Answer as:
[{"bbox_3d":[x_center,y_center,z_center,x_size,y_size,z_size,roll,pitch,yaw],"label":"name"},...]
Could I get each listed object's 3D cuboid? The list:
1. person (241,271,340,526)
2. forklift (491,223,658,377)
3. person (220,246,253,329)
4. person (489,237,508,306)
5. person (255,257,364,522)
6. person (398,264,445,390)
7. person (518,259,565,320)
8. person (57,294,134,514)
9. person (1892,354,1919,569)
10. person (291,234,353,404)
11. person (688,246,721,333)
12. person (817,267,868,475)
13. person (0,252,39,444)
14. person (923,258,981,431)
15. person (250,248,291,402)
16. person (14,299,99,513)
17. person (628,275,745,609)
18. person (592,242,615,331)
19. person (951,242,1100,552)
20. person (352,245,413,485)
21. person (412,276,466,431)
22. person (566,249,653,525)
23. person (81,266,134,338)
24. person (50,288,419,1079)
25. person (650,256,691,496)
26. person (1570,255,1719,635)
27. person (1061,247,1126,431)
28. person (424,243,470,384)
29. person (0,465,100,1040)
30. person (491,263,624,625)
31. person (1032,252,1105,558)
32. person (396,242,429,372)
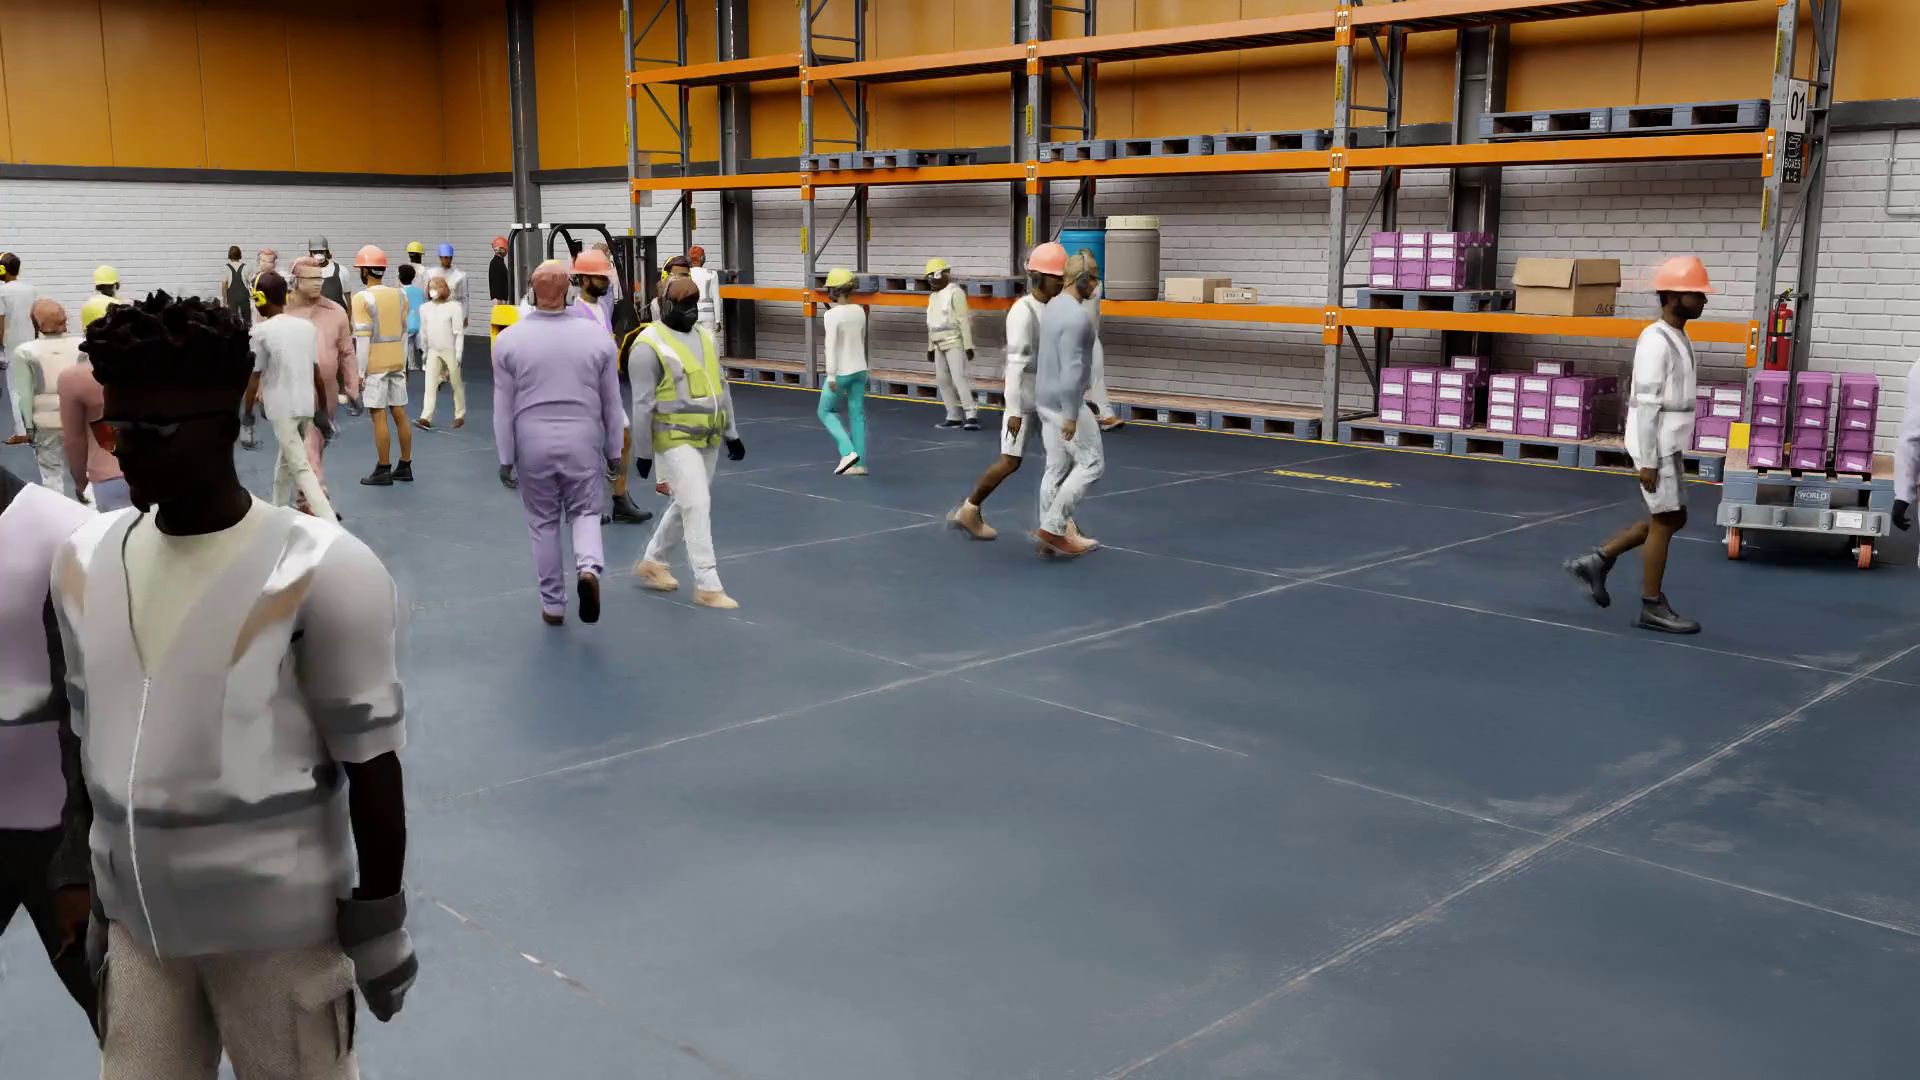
[{"bbox_3d":[-4.183,-0.759,10.339,1.021,1.808,0.530,5,11,24],"label":"person"},{"bbox_3d":[-5.316,-3.263,22.920,2.313,2.155,1.214,-10,14,-44],"label":"forklift"},{"bbox_3d":[-12.072,-3.991,27.837,0.515,1.845,0.333,-5,12,-26],"label":"person"},{"bbox_3d":[-7.577,-4.001,27.492,0.388,1.990,0.624,-2,11,-9],"label":"person"},{"bbox_3d":[-4.486,-1.022,11.588,0.952,1.858,0.657,9,14,41],"label":"person"},{"bbox_3d":[-7.123,-2.776,21.736,0.869,1.663,0.532,6,12,31],"label":"person"},{"bbox_3d":[-3.670,-1.587,14.819,0.638,1.813,0.597,10,14,44],"label":"person"},{"bbox_3d":[-3.974,-0.294,7.959,0.534,1.743,0.437,-7,13,-35],"label":"person"},{"bbox_3d":[4.338,-0.177,7.118,0.628,1.829,0.505,7,13,35],"label":"person"},{"bbox_3d":[-7.607,-2.633,19.900,0.685,2.000,0.535,-5,12,-26],"label":"person"},{"bbox_3d":[-3.369,-2.847,21.491,0.573,1.886,0.354,0,10,0],"label":"person"},{"bbox_3d":[-0.975,-1.399,13.967,0.369,1.757,0.539,8,13,38],"label":"person"},{"bbox_3d":[-9.163,-1.855,16.168,0.333,1.860,0.528,3,11,16],"label":"person"},{"bbox_3d":[-0.105,-2.028,17.315,0.414,1.784,0.721,-7,12,-33],"label":"person"},{"bbox_3d":[-8.373,-2.633,20.380,0.637,1.875,0.780,5,12,27],"label":"person"},{"bbox_3d":[-5.818,-0.757,10.807,0.515,1.614,0.704,-8,13,-36],"label":"person"},{"bbox_3d":[-1.543,-0.553,9.231,0.848,1.817,0.627,6,12,29],"label":"person"},{"bbox_3d":[-4.218,-2.533,19.635,0.372,1.940,0.629,-1,10,-7],"label":"person"},{"bbox_3d":[0.406,-0.920,10.746,1.016,1.994,0.663,6,12,31],"label":"person"},{"bbox_3d":[-4.717,-1.410,13.511,0.363,1.939,0.542,5,12,26],"label":"person"},{"bbox_3d":[-5.395,-1.922,17.227,0.523,1.585,0.825,2,11,11],"label":"person"},{"bbox_3d":[-2.441,-1.035,11.514,0.719,1.916,0.571,3,11,17],"label":"person"},{"bbox_3d":[-7.813,-1.653,15.396,0.531,1.726,0.872,-5,11,-24],"label":"person"},{"bbox_3d":[-1.162,0.557,2.772,0.611,1.945,0.725,3,11,17],"label":"person"},{"bbox_3d":[-2.211,-1.281,13.015,0.330,1.864,0.512,5,11,24],"label":"person"},{"bbox_3d":[3.521,-0.489,8.516,0.589,1.924,0.552,7,12,33],"label":"person"},{"bbox_3d":[1.303,-2.043,17.088,0.630,1.888,0.968,-7,13,-35],"label":"person"},{"bbox_3d":[-7.087,-3.143,23.014,0.603,1.924,0.860,-2,11,-10],"label":"person"},{"bbox_3d":[-1.803,0.538,3.093,0.613,1.865,1.007,1,10,7],"label":"person"},{"bbox_3d":[-2.043,-0.461,8.499,0.649,1.888,0.624,-3,11,-18],"label":"person"},{"bbox_3d":[0.673,-0.811,10.300,0.428,1.915,0.655,-3,11,-14],"label":"person"},{"bbox_3d":[-8.075,-3.464,24.750,0.594,1.922,0.386,2,11,13],"label":"person"}]
